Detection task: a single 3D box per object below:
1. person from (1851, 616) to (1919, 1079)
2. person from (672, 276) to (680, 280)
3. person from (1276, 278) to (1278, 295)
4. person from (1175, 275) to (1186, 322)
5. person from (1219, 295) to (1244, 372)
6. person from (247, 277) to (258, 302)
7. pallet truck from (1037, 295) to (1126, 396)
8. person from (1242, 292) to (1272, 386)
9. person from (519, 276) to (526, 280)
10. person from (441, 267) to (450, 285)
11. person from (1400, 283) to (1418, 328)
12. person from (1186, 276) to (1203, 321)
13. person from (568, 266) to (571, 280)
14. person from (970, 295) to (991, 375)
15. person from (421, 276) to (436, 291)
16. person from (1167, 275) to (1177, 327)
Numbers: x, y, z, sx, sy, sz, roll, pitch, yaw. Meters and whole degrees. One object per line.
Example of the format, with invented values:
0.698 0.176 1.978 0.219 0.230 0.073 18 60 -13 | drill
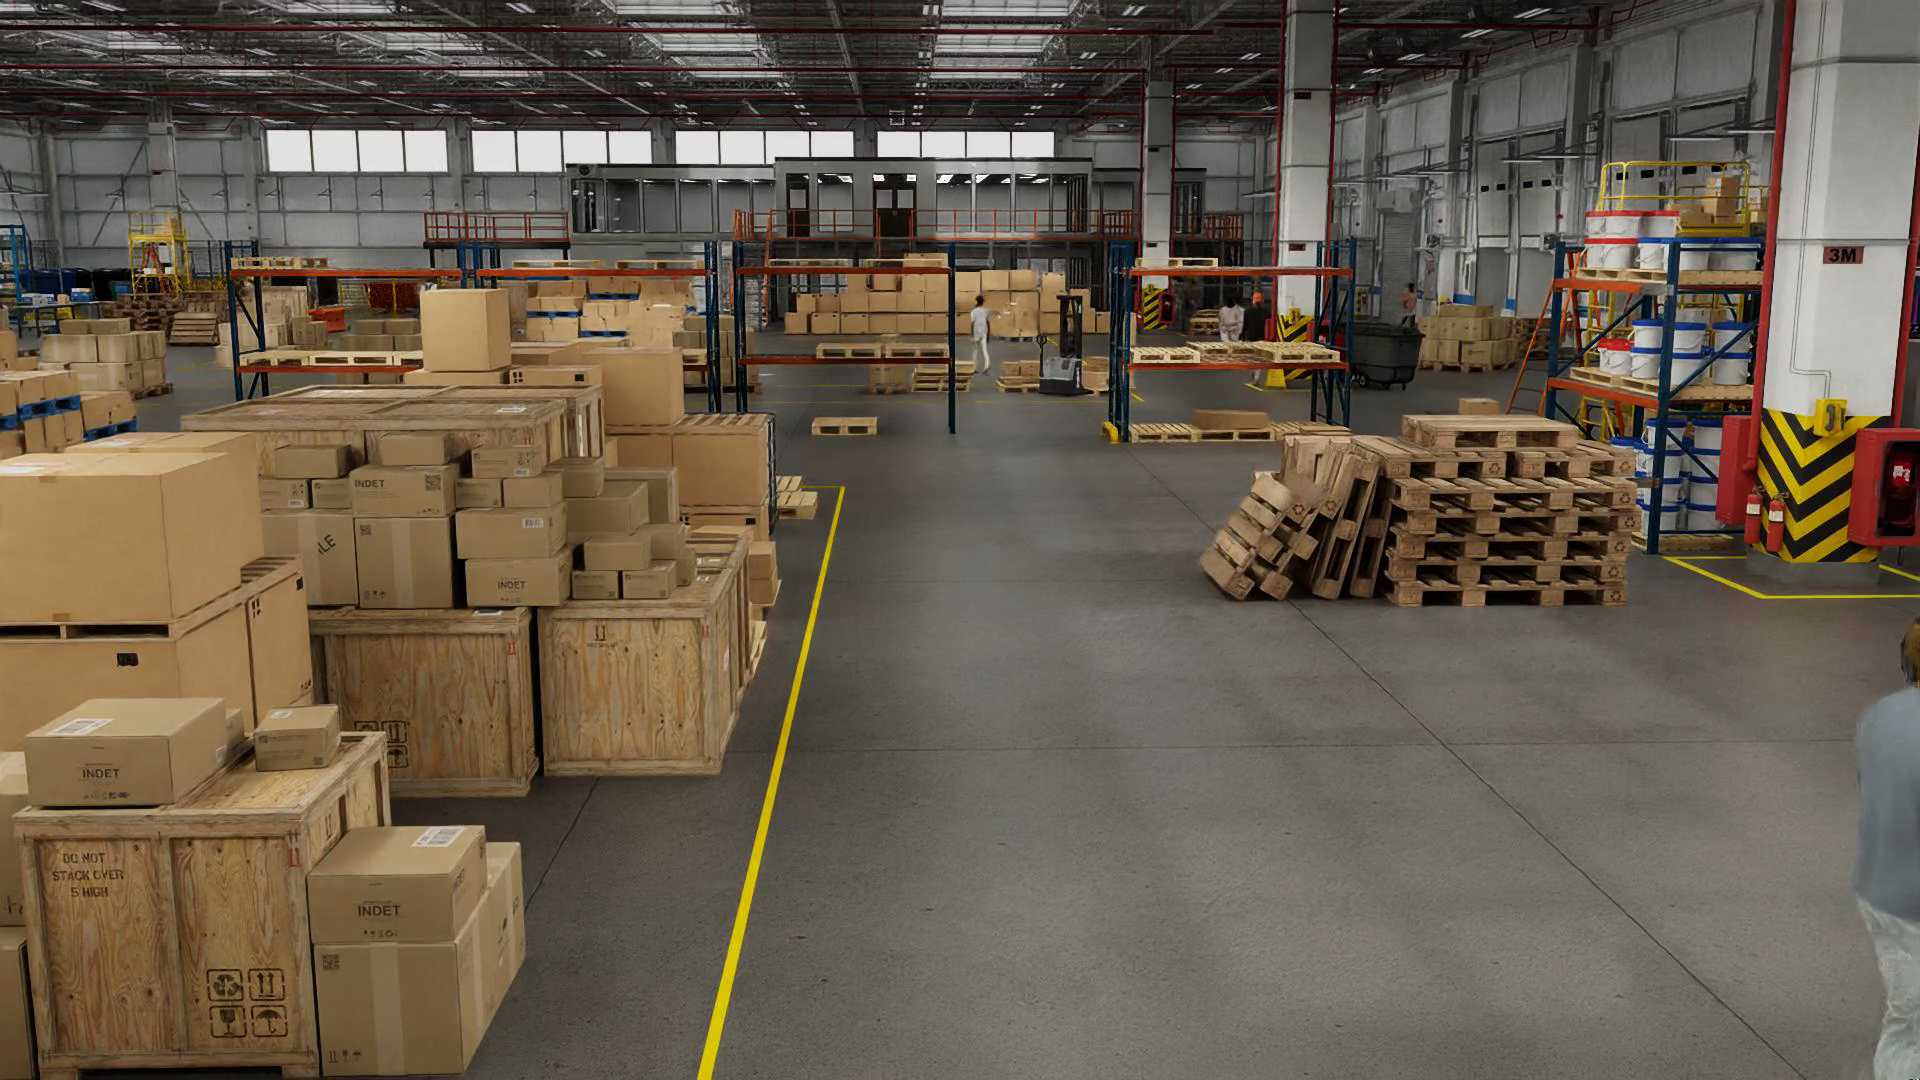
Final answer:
3.013 1.176 5.249 0.436 1.894 0.723 0 10 2 | person
-8.904 -7.319 52.154 0.624 2.022 0.712 -6 12 -29 | person
13.809 -10.628 70.858 0.609 1.931 0.433 0 10 1 | person
8.245 -9.117 62.719 0.631 1.830 0.487 -8 13 -39 | person
6.395 -4.881 39.183 0.625 1.807 0.912 5 11 26 | person
-26.183 -8.907 61.791 0.551 1.721 0.870 2 10 10 | person
2.483 -3.881 33.060 1.885 1.965 0.823 -7 13 -36 | pallet truck
6.285 -4.260 35.212 0.649 1.978 0.496 4 11 22 | person
-14.966 -8.155 57.037 0.550 1.935 0.376 -1 10 -8 | person
-22.983 -11.235 74.345 0.337 1.882 0.584 -8 13 -37 | person
15.073 -7.801 55.821 0.531 1.672 0.725 -3 11 -15 | person
8.914 -9.188 63.407 0.529 1.720 0.930 -8 13 -38 | person
-17.846 -11.612 76.327 0.594 1.924 0.373 -10 14 -43 | person
0.485 -4.674 37.963 0.527 1.834 0.968 -4 11 -20 | person
-17.689 -7.956 55.645 0.694 2.000 1.058 3 11 14 | person
7.554 -8.612 59.419 0.379 1.996 0.611 1 10 7 | person
